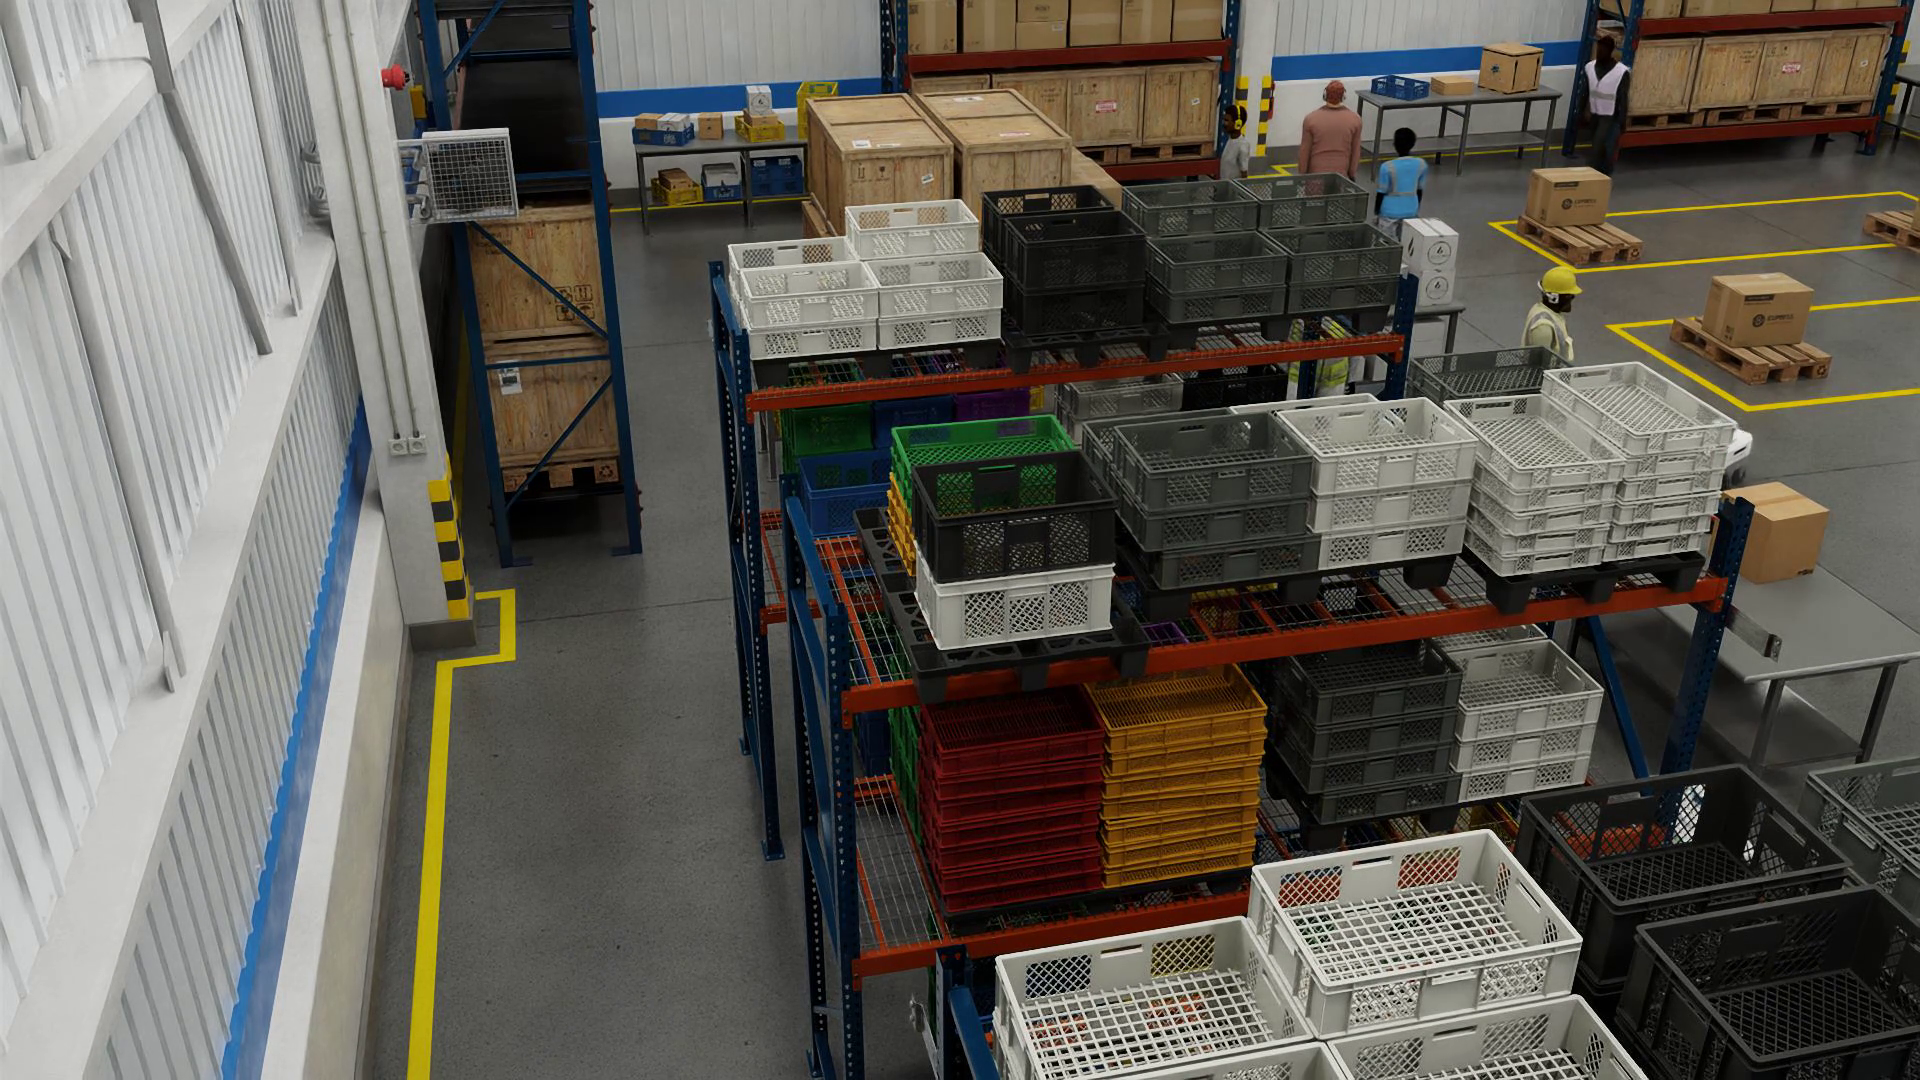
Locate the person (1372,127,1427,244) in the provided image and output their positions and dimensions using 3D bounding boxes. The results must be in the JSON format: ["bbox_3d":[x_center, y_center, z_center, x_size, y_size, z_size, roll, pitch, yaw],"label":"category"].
[{"bbox_3d":[4.413,-3.304,16.773,0.542,1.691,0.320,-8,29,-14],"label":"person"}]

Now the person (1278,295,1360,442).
[{"bbox_3d":[2.735,-1.253,12.721,0.621,1.845,0.429,1,28,3],"label":"person"}]

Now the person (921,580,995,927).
[{"bbox_3d":[0.014,1.038,8.273,0.365,1.939,0.636,-7,29,-13],"label":"person"}]

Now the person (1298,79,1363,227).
[{"bbox_3d":[3.917,-3.941,17.754,0.652,1.906,0.403,0,28,1],"label":"person"}]

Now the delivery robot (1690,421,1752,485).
[{"bbox_3d":[5.834,-0.687,12.922,0.707,0.478,0.477,-21,35,-35],"label":"delivery robot"}]

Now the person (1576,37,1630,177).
[{"bbox_3d":[7.687,-5.109,20.020,0.925,1.858,0.609,-15,32,-27],"label":"person"}]

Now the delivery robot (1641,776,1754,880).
[{"bbox_3d":[3.866,1.518,8.737,0.477,0.478,0.707,-2,28,-4],"label":"delivery robot"}]

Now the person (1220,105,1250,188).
[{"bbox_3d":[2.750,-3.490,16.935,0.327,1.874,0.521,-5,28,-9],"label":"person"}]

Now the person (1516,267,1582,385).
[{"bbox_3d":[4.413,-1.189,12.610,0.404,1.833,0.590,9,29,16],"label":"person"}]
